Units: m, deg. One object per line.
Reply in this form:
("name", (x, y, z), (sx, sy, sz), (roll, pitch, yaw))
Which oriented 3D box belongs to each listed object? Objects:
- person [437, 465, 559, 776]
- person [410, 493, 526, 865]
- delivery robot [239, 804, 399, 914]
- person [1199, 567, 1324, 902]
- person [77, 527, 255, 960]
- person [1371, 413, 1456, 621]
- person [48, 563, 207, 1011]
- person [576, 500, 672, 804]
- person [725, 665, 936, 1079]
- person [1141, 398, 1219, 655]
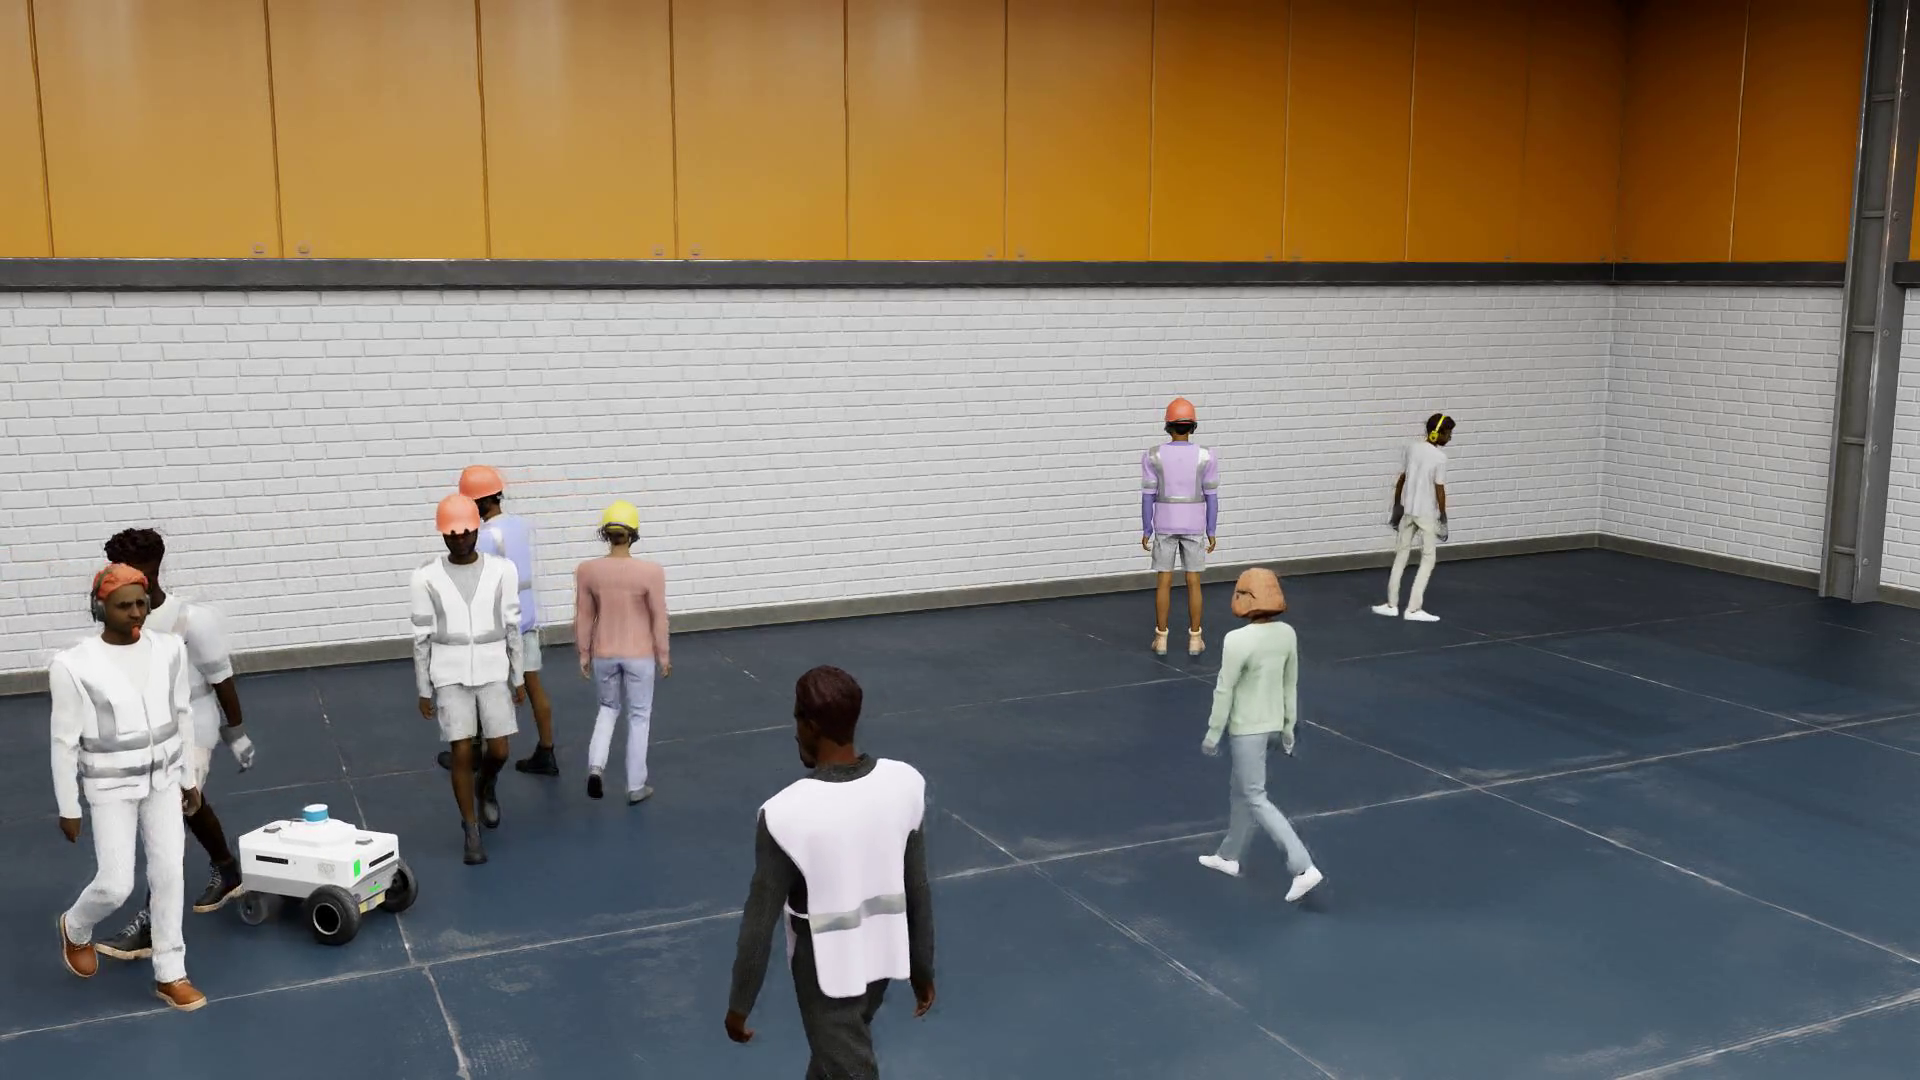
("person", (-2.827, 0.484, 10.006), (0.893, 1.887, 0.586), (3, 10, 20))
("person", (-2.553, 0.693, 8.648), (0.558, 1.918, 0.553), (-4, 10, -21))
("delivery robot", (-2.981, 1.474, 7.732), (0.707, 0.478, 0.477), (3, 10, 18))
("person", (1.488, 0.936, 8.114), (0.501, 1.606, 0.783), (-9, 13, -43))
("person", (-3.627, 0.877, 7.562), (0.636, 1.904, 1.017), (3, 10, 21))
("person", (3.963, -0.209, 14.555), (0.325, 1.829, 0.736), (-6, 11, -33))
("person", (-3.460, 1.008, 6.867), (0.660, 1.870, 0.587), (6, 11, 31))
("person", (-1.907, 0.651, 9.434), (0.528, 1.758, 0.406), (2, 9, 11))
("person", (-0.410, 1.297, 5.068), (1.020, 1.860, 0.618), (9, 13, 43))
("person", (1.735, -0.102, 13.185), (0.607, 2.048, 0.367), (1, 9, 6))
